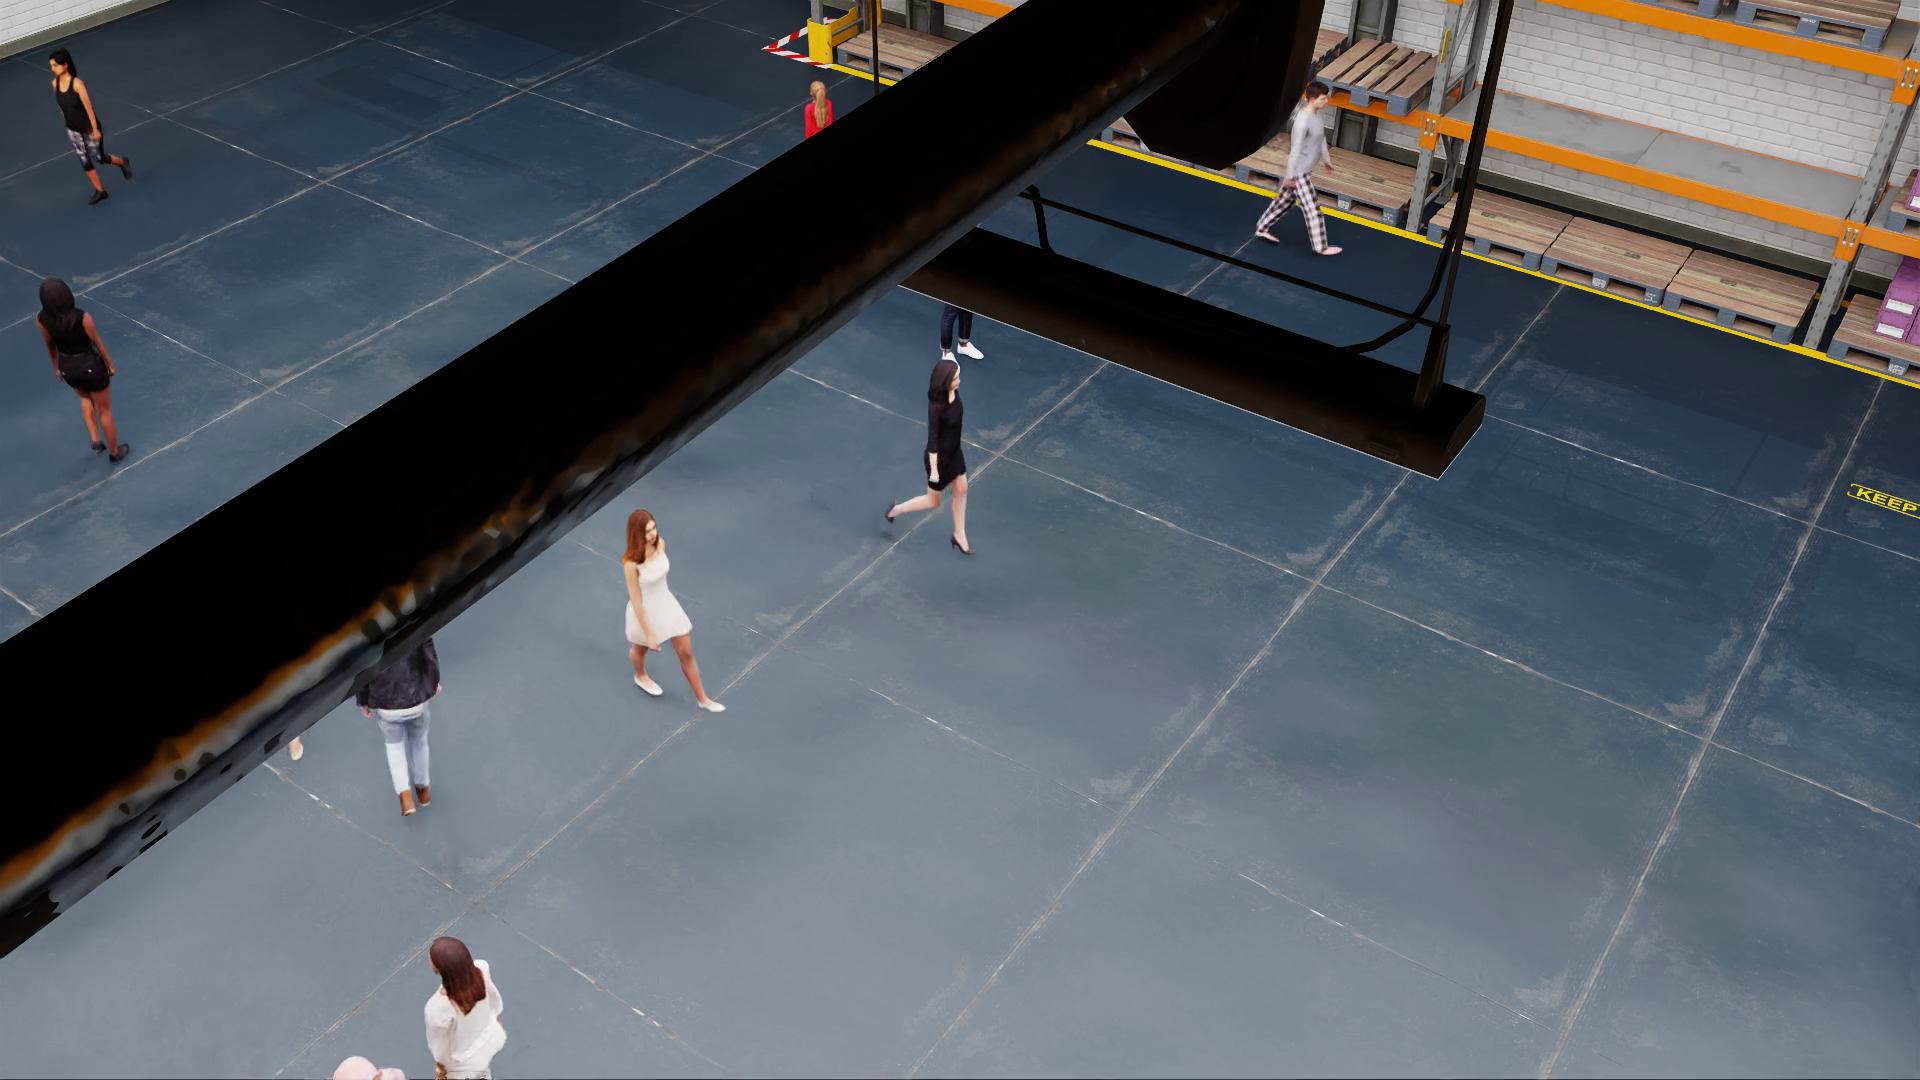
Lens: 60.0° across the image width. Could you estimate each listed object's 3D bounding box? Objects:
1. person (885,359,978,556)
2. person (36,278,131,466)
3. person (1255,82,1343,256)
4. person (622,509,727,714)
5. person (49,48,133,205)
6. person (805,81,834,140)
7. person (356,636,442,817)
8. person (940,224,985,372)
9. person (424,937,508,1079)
[{"bbox_3d":[-0.208,-0.636,12.803,1.060,1.779,0.721,16,41,19],"label":"person"},{"bbox_3d":[-7.267,-1.338,13.724,0.717,1.728,0.793,-1,39,-1],"label":"person"},{"bbox_3d":[3.336,-3.732,16.665,1.210,1.797,0.767,17,41,20],"label":"person"},{"bbox_3d":[-2.200,0.468,11.504,1.051,1.676,0.632,29,47,31],"label":"person"},{"bbox_3d":[-9.238,-4.407,17.630,0.883,1.648,0.814,11,40,13],"label":"person"},{"bbox_3d":[-1.488,-4.299,17.789,0.568,1.280,0.598,-21,43,-24],"label":"person"},{"bbox_3d":[-3.558,1.081,10.625,0.901,1.814,0.961,-14,41,-17],"label":"person"},{"bbox_3d":[-0.011,-2.414,15.003,0.762,1.813,0.675,-30,47,-32],"label":"person"},{"bbox_3d":[-2.505,2.695,8.719,1.060,1.672,0.792,12,40,15],"label":"person"}]
